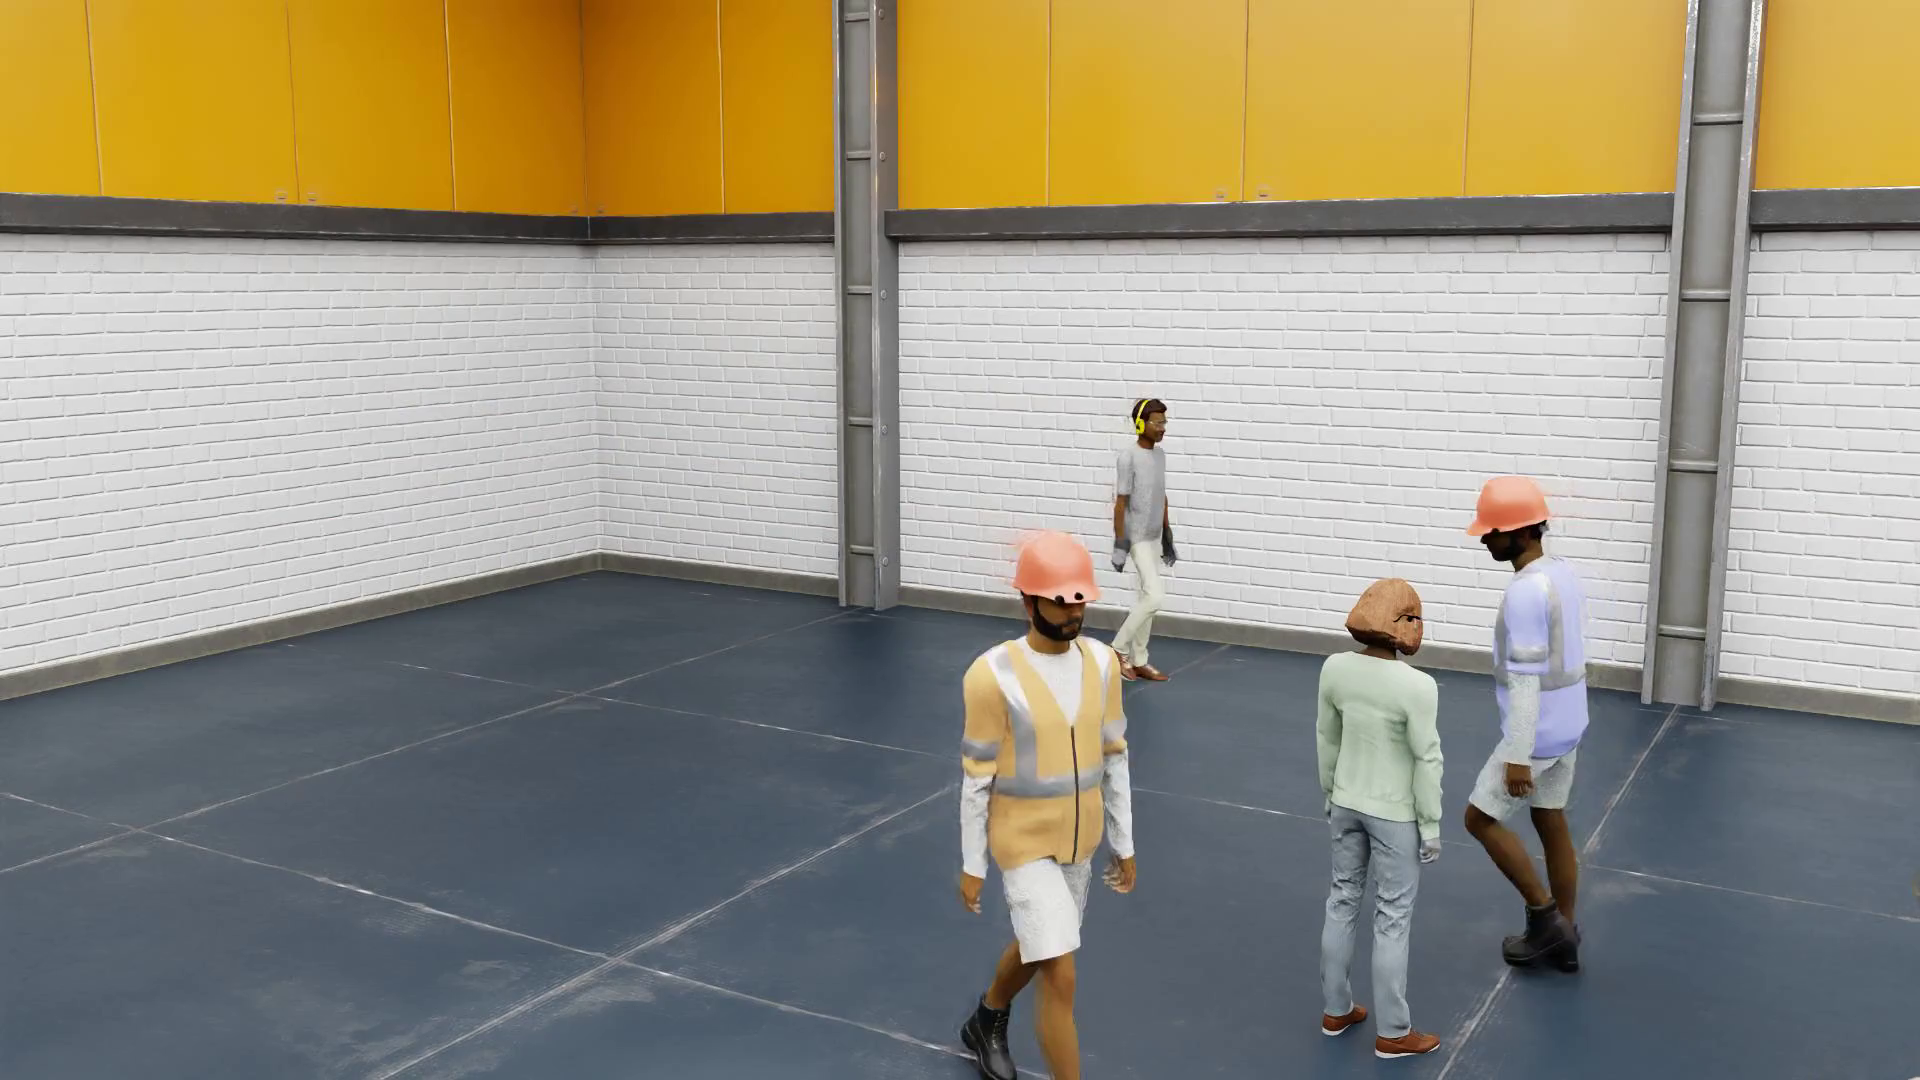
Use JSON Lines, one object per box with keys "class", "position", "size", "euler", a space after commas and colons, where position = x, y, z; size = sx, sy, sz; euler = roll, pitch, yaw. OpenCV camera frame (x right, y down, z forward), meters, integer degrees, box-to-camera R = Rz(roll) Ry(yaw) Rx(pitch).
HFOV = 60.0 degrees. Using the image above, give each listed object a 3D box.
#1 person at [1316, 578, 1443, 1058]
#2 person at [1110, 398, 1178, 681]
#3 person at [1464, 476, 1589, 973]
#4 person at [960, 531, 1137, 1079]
{"class": "person", "position": [1.427, 0.934, 5.662], "size": [0.286, 1.633, 0.498], "euler": [-7, 11, -36]}
{"class": "person", "position": [1.230, 0.014, 10.740], "size": [0.381, 1.855, 0.519], "euler": [6, 11, 32]}
{"class": "person", "position": [2.128, 0.706, 6.233], "size": [0.496, 1.901, 0.653], "euler": [6, 11, 33]}
{"class": "person", "position": [0.246, 0.893, 5.117], "size": [0.557, 1.899, 0.971], "euler": [-6, 11, -34]}
